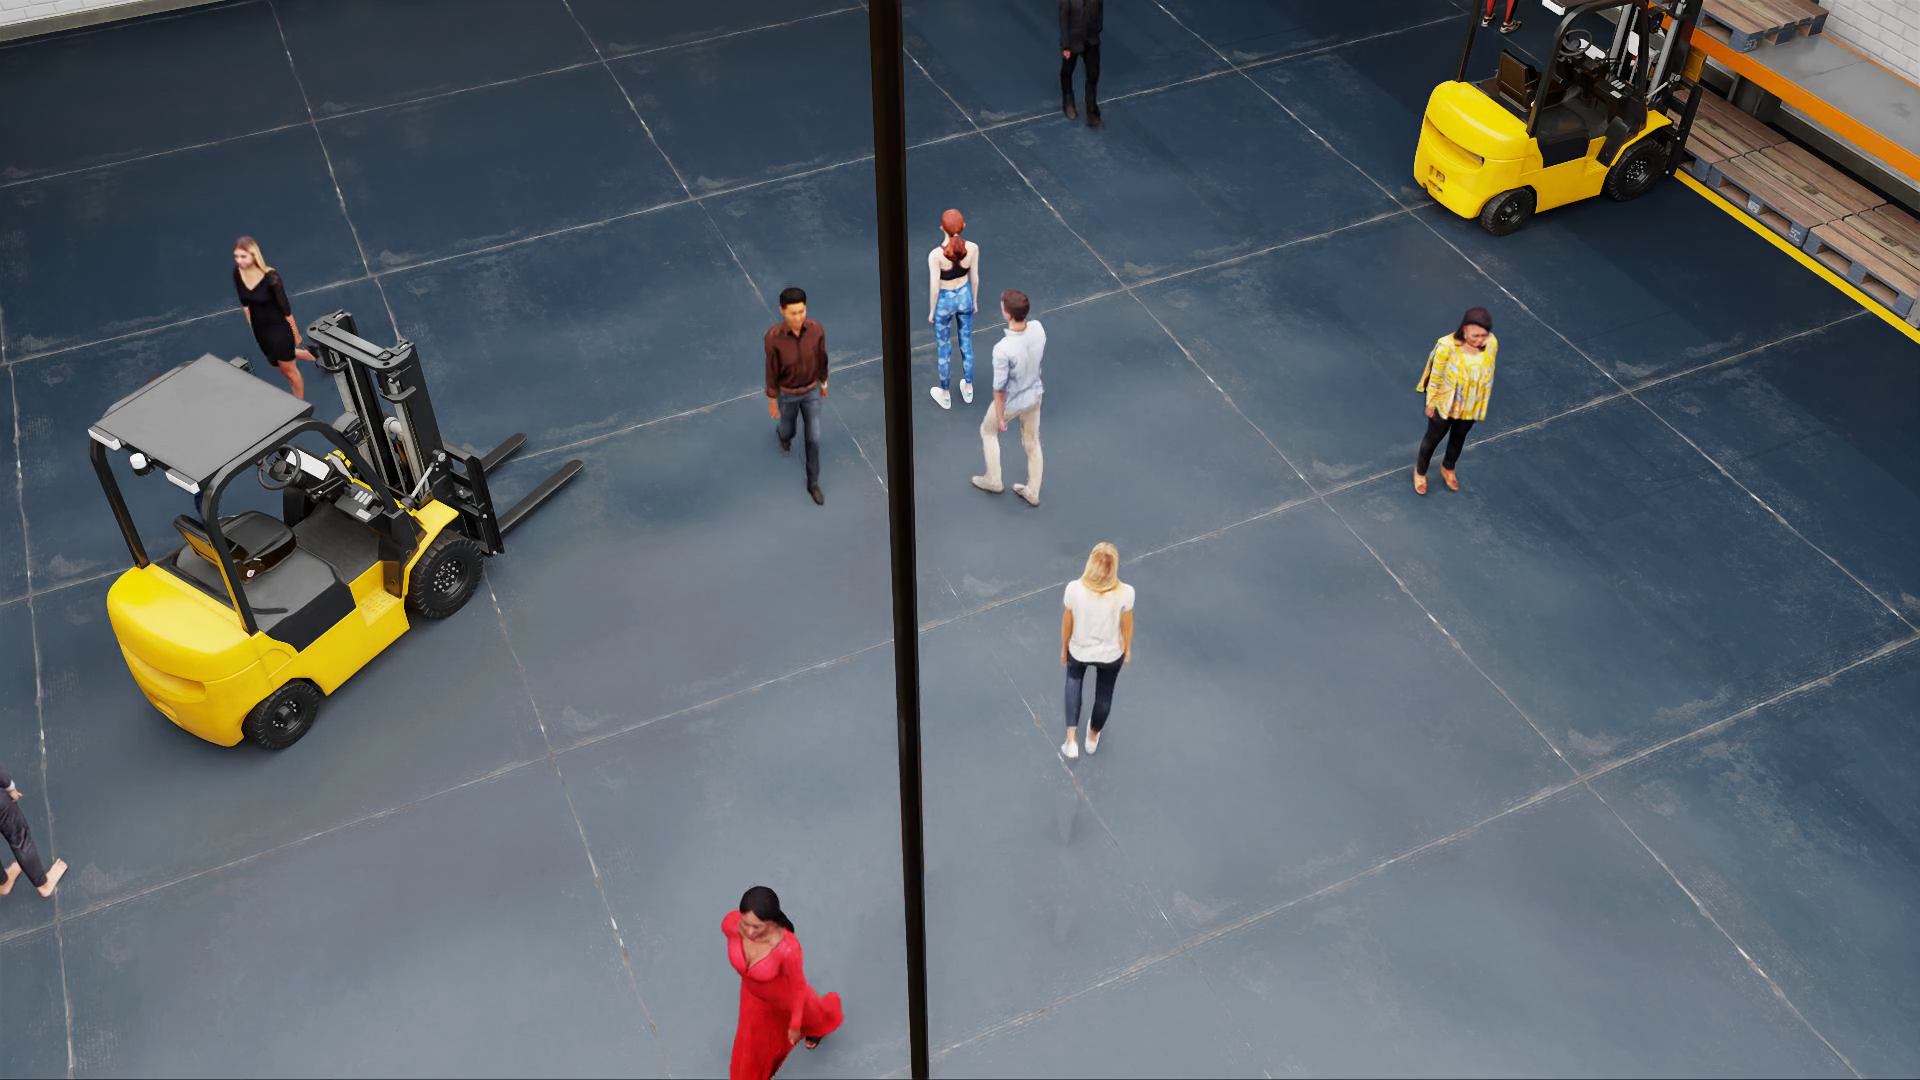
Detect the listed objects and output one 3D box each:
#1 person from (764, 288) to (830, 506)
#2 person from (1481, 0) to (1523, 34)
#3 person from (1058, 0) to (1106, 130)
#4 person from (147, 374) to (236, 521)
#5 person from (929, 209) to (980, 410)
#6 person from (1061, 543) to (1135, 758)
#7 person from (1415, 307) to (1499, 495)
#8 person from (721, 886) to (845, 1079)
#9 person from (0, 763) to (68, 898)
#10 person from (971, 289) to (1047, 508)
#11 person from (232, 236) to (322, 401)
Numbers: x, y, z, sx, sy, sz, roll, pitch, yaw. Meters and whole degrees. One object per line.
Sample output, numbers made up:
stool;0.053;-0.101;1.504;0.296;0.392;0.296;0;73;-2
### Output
person;-1.224;-1.130;12.213;0.701;1.761;1.037;-15;46;-16
person;5.886;-6.289;17.593;0.608;1.808;0.751;32;52;29
person;1.139;-4.951;16.230;0.699;1.752;0.912;-13;45;-13
person;-5.473;-0.576;11.838;0.650;1.475;0.458;-23;48;-22
person;-0.052;-1.792;12.898;0.568;1.785;0.590;-15;46;-16
person;0.827;0.759;10.201;0.771;1.801;0.842;7;44;7
person;3.634;-1.031;12.188;0.764;1.651;0.801;-10;45;-10
person;-0.909;2.283;8.657;1.186;1.733;1.194;17;46;17
person;-5.651;1.440;9.510;0.665;1.768;0.643;-2;44;-2
person;0.484;-0.964;11.989;0.762;1.830;0.841;-28;50;-26
person;-5.249;-1.667;12.850;0.898;1.660;1.000;9;44;10
